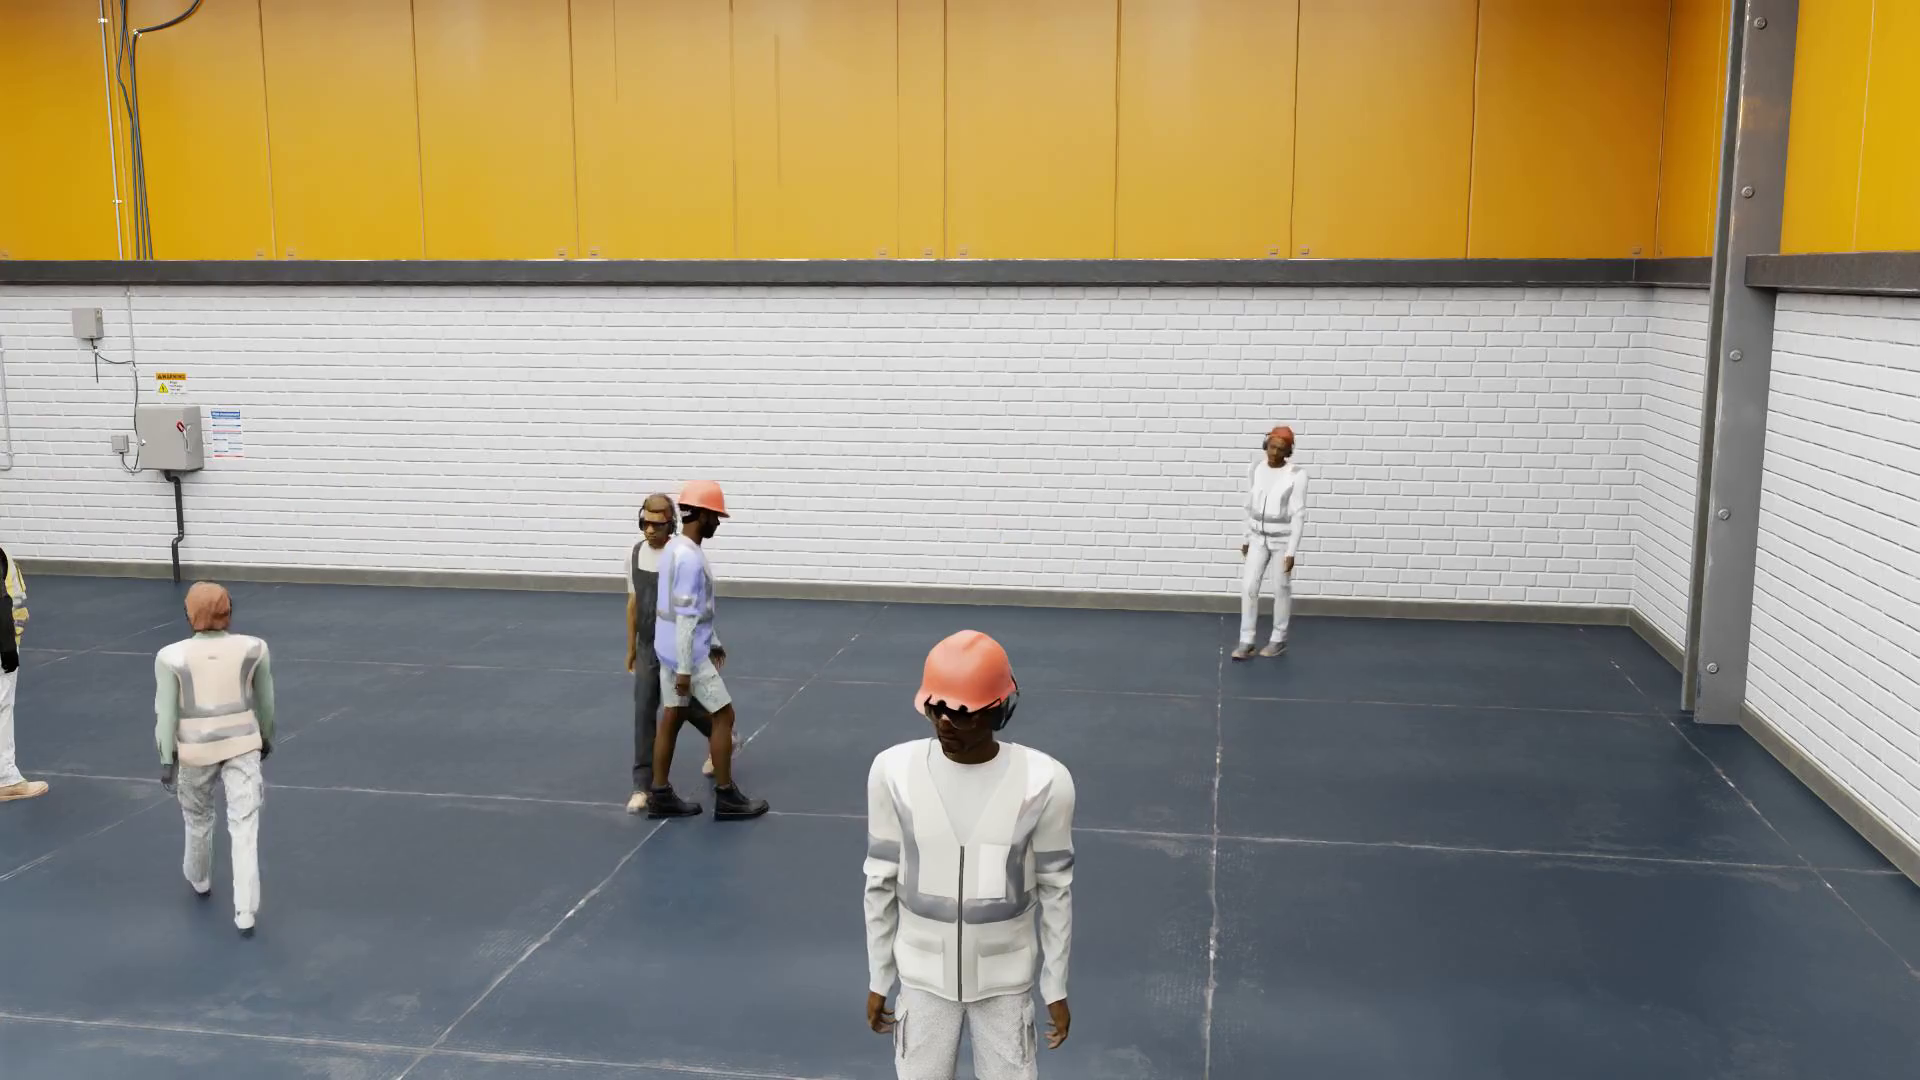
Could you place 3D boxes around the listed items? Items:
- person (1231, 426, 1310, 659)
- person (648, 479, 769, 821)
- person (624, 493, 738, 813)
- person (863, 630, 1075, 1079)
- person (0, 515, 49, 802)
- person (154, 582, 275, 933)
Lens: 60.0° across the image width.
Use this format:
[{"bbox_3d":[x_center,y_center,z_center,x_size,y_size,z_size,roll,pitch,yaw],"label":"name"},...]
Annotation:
[{"bbox_3d":[2.408,0.034,12.882,0.607,1.842,0.699,8,12,39],"label":"person"},{"bbox_3d":[-1.396,0.612,9.177,0.769,1.893,0.545,-4,10,-23],"label":"person"},{"bbox_3d":[-1.652,0.596,9.587,0.560,1.805,0.882,3,10,20],"label":"person"},{"bbox_3d":[0.021,1.251,4.789,0.605,2.038,0.394,1,9,6],"label":"person"},{"bbox_3d":[-5.582,0.578,9.545,0.626,1.844,0.429,7,11,35],"label":"person"},{"bbox_3d":[-3.475,0.986,7.798,0.533,1.587,0.880,-5,11,-29],"label":"person"}]
